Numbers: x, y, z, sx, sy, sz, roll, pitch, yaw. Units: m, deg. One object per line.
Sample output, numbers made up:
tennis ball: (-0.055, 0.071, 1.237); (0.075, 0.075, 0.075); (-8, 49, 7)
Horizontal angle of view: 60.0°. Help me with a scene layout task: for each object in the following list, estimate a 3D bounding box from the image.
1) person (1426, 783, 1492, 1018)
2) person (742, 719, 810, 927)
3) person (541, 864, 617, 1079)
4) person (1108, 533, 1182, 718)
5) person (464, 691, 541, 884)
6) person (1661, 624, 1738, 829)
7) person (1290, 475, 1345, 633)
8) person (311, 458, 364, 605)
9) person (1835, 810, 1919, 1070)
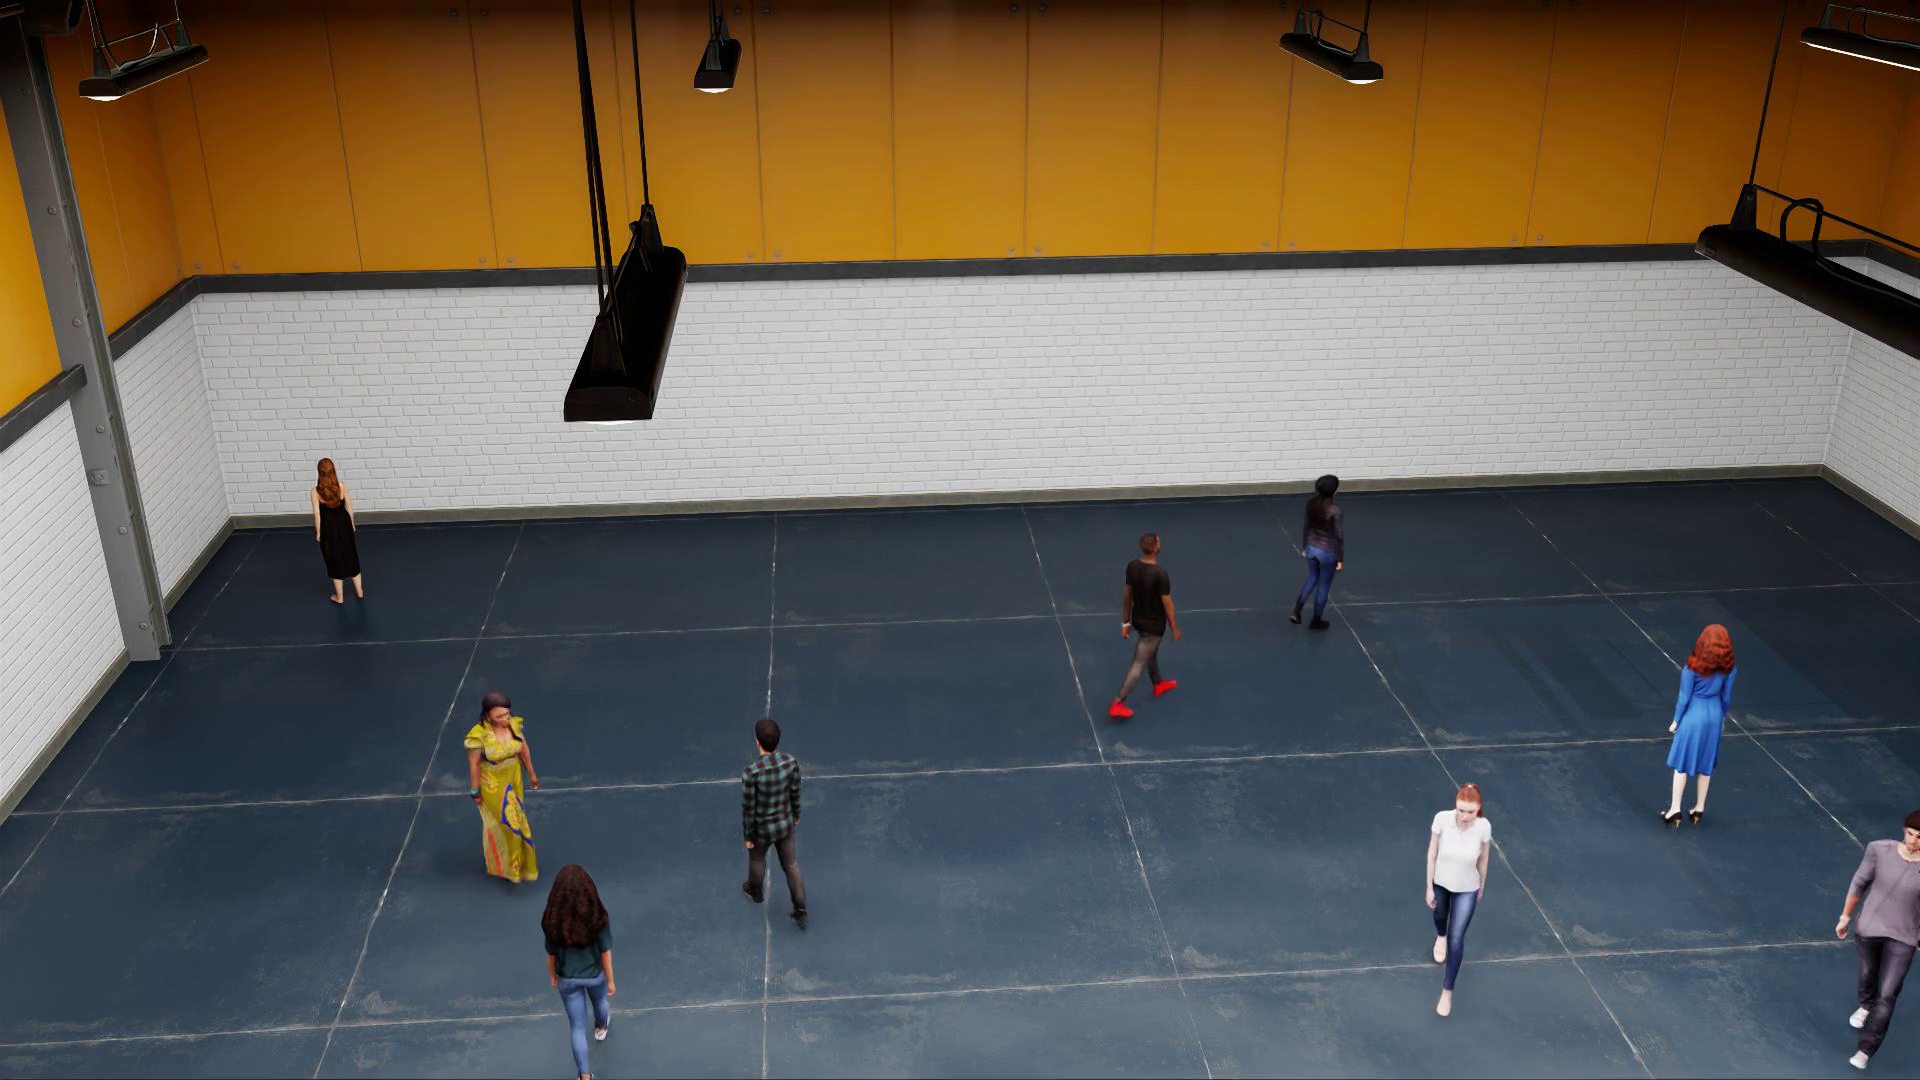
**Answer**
person: (3.493, 2.417, 11.774); (0.910, 1.688, 1.193); (8, 25, 18)
person: (-1.383, 2.153, 12.517); (0.961, 1.686, 1.151); (-12, 26, -25)
person: (-2.478, 2.886, 10.840); (0.660, 1.578, 1.013); (-4, 24, -10)
person: (1.668, 0.822, 15.324); (1.126, 1.768, 1.229); (-17, 29, -33)
person: (-3.669, 1.890, 13.046); (1.120, 1.636, 1.088); (12, 26, 26)
person: (6.050, 1.530, 13.631); (0.608, 1.827, 0.556); (-2, 24, -4)
person: (3.606, 0.166, 16.863); (0.866, 1.737, 0.817); (-16, 28, -33)
person: (-6.614, -0.108, 17.630); (0.674, 1.625, 0.714); (-17, 29, -34)
person: (6.285, 2.588, 11.225); (1.146, 1.814, 1.136); (-21, 31, -39)
